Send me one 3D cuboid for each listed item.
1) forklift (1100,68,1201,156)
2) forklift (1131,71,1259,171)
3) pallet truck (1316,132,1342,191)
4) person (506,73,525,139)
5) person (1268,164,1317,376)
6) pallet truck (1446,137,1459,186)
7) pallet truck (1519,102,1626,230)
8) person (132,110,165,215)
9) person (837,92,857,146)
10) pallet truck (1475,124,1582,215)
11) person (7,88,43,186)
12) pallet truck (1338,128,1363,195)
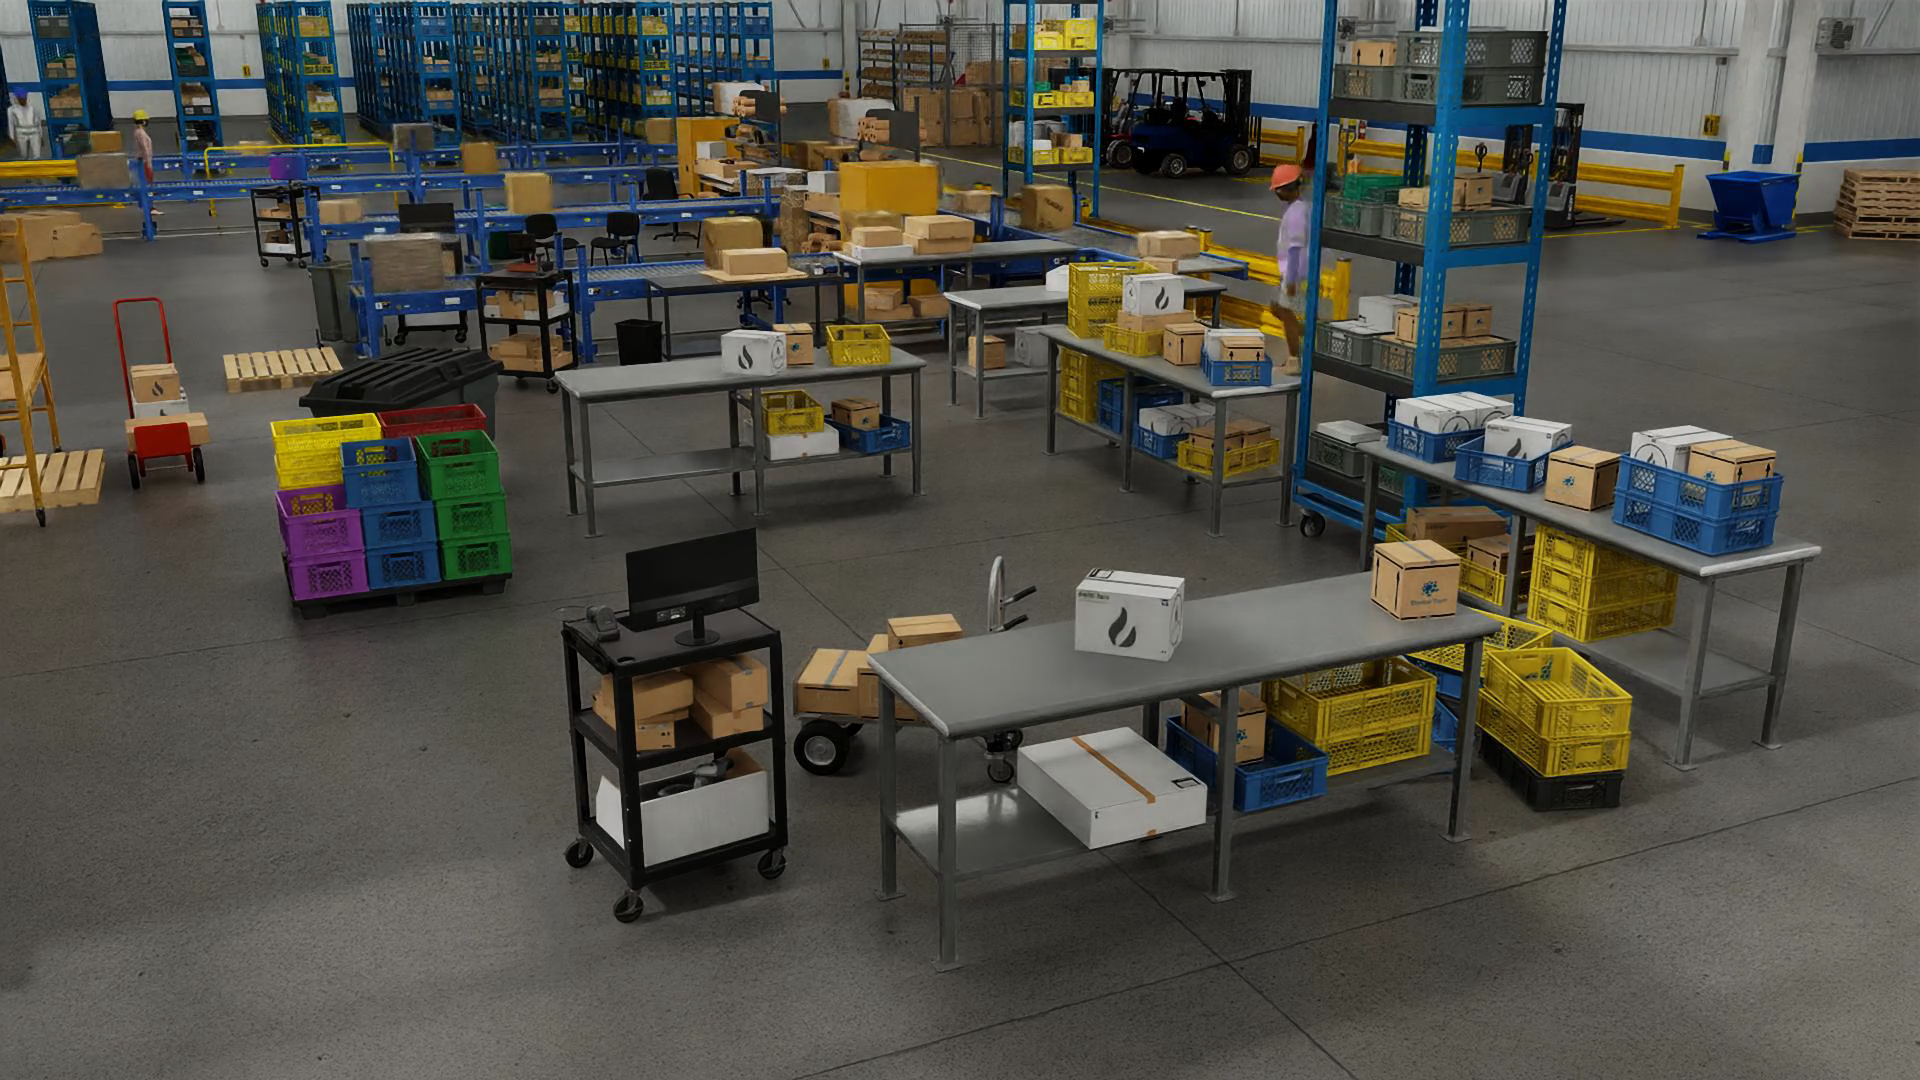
[{"bbox_3d":[4.082,-9.564,37.410,2.680,1.987,1.157,-8,19,-23],"label":"forklift"},{"bbox_3d":[4.998,-8.936,35.413,2.680,1.987,1.157,-9,20,-25],"label":"forklift"},{"bbox_3d":[7.723,-7.504,32.656,1.601,1.201,0.680,-8,19,-23],"label":"pallet truck"},{"bbox_3d":[-11.860,-11.627,44.720,0.697,1.806,0.395,-3,18,-10],"label":"person"},{"bbox_3d":[3.161,-2.558,15.836,0.539,1.993,0.653,4,18,12],"label":"person"},{"bbox_3d":[9.184,-6.485,29.328,1.630,1.274,0.653,-8,19,-23],"label":"pallet truck"},{"bbox_3d":[9.972,-6.037,26.785,1.885,1.965,0.823,-9,20,-25],"label":"pallet truck"},{"bbox_3d":[-13.948,-6.469,28.523,0.313,1.768,0.527,-12,21,-34],"label":"person"},{"bbox_3d":[-2.222,-7.697,32.235,0.566,1.897,0.657,9,20,26],"label":"person"},{"bbox_3d":[9.707,-6.455,28.103,1.885,1.965,0.823,-7,19,-20],"label":"pallet truck"},{"bbox_3d":[-18.839,-8.141,33.565,0.626,1.914,0.934,-12,21,-33],"label":"person"},{"bbox_3d":[7.845,-7.140,31.411,1.522,1.261,0.704,-9,20,-25],"label":"pallet truck"}]
